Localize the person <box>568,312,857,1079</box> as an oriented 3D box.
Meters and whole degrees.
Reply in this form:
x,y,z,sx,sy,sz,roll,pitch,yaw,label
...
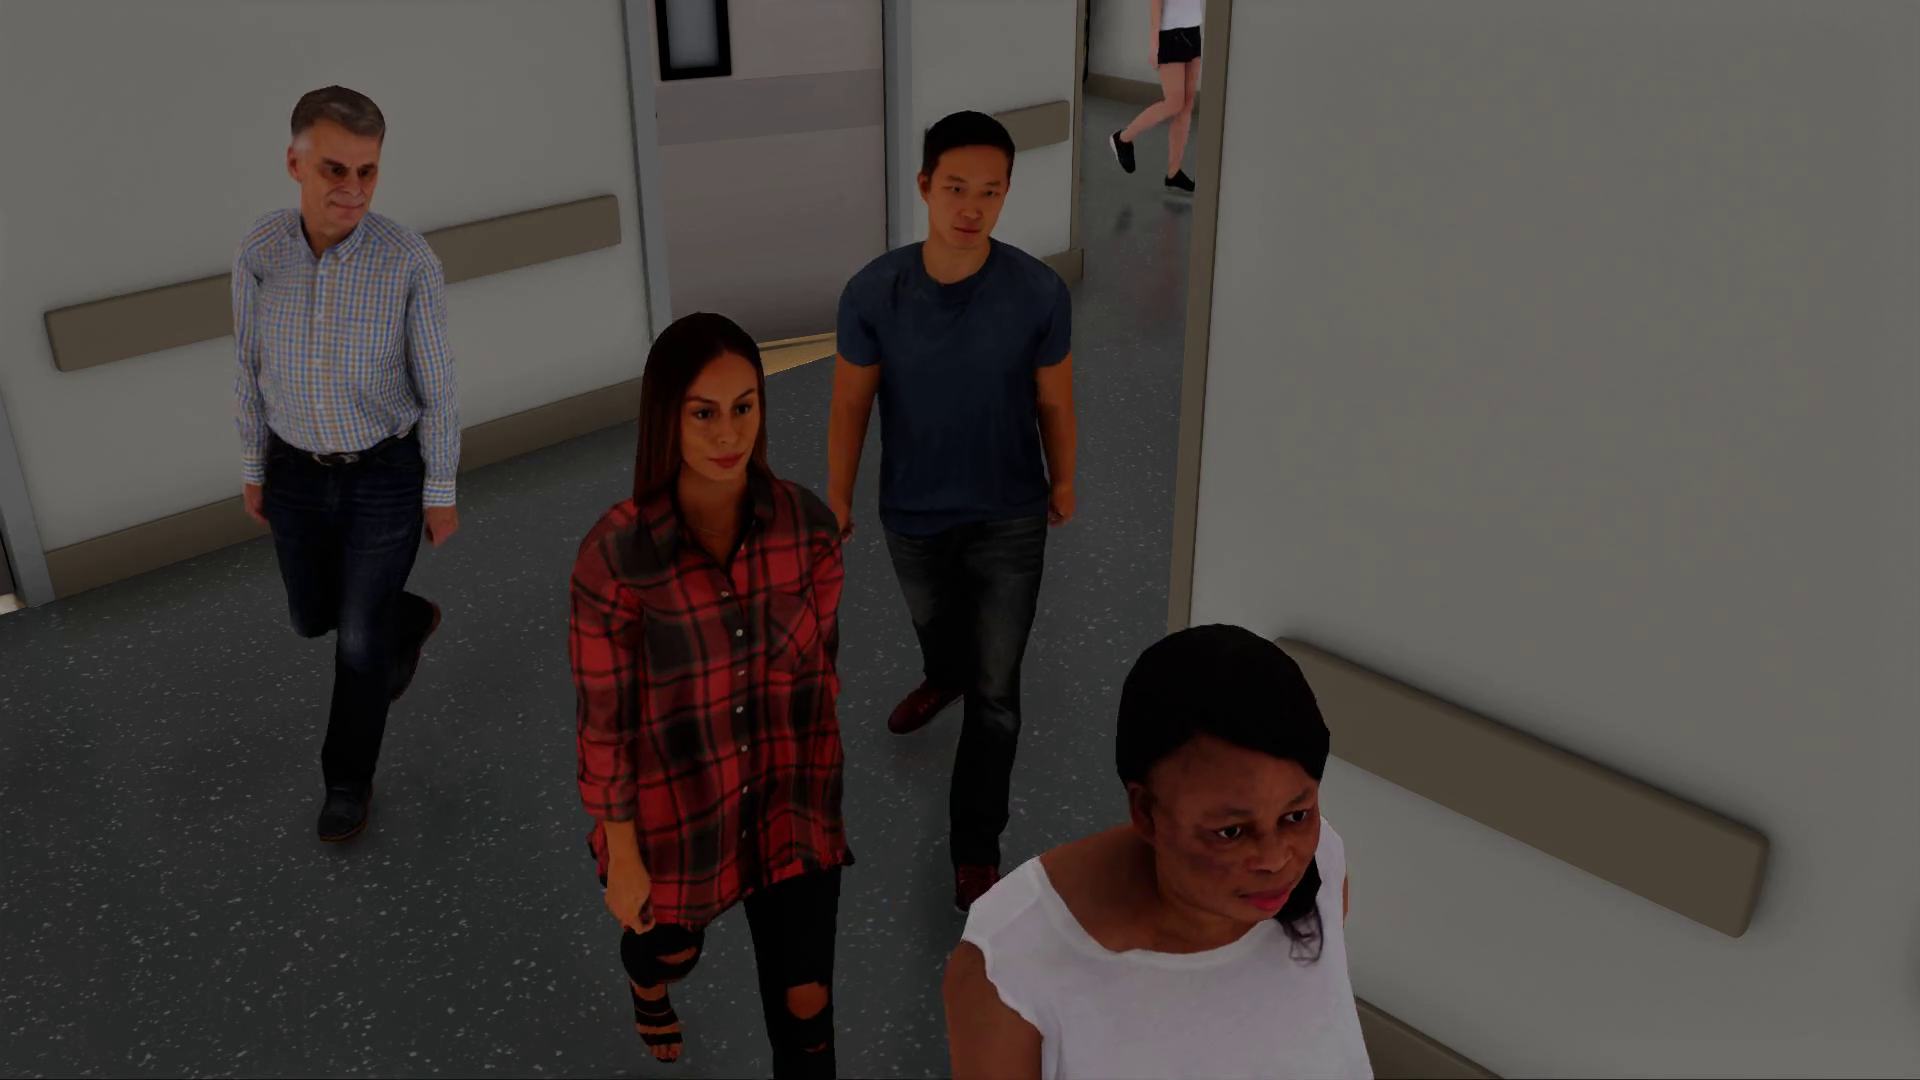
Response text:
x,y,z,sx,sy,sz,roll,pitch,yaw,label
-0.439,0.434,2.803,1.139,1.668,0.938,-11,28,-22,person

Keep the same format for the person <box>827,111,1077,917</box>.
x,y,z,sx,sy,sz,roll,pitch,yaw,label
0.001,-0.108,3.838,1.174,1.747,1.326,5,26,10,person

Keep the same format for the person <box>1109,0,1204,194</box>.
x,y,z,sx,sy,sz,roll,pitch,yaw,label
1.178,-2.881,9.598,0.683,1.737,0.795,19,31,34,person

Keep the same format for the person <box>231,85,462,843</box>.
x,y,z,sx,sy,sz,roll,pitch,yaw,label
-1.405,-0.179,3.949,1.026,1.777,1.112,5,26,11,person

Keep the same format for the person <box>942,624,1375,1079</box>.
x,y,z,sx,sy,sz,roll,pitch,yaw,label
0.219,0.819,2.004,0.840,1.670,0.878,-12,28,-22,person
